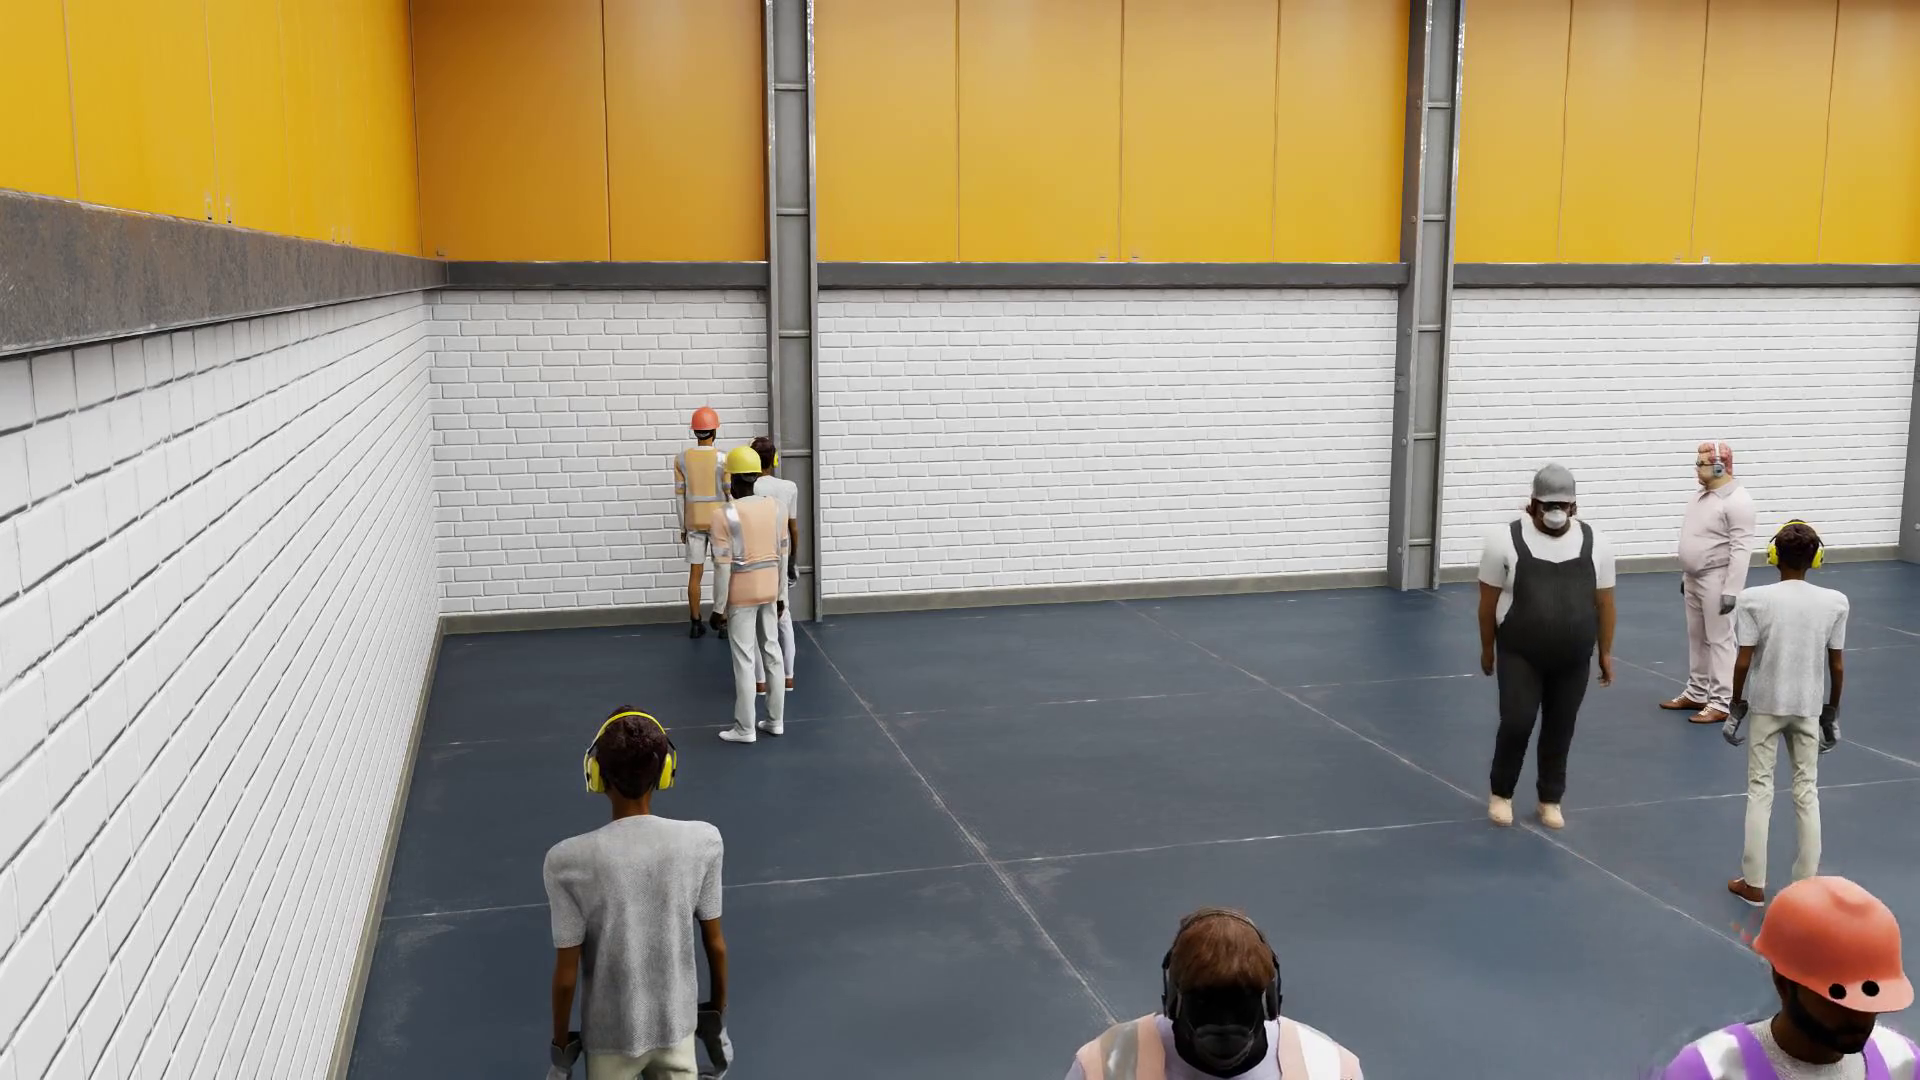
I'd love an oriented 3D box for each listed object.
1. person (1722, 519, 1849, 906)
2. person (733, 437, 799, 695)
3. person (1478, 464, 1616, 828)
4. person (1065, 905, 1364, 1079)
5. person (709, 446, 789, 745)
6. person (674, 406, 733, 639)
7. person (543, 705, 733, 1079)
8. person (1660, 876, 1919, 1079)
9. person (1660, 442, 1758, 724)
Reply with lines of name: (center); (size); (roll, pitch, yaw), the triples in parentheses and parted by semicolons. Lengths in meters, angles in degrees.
person: (3.939, 0.831, 7.968); (0.514, 1.871, 0.327); (2, 9, 12)
person: (-1.405, 0.187, 12.011); (0.508, 1.865, 0.329); (-5, 10, -29)
person: (3.198, 0.574, 9.042); (0.697, 2.000, 0.541); (1, 9, 4)
person: (0.491, 1.603, 3.254); (0.639, 1.842, 0.429); (0, 9, -1)
person: (-1.367, 0.356, 10.747); (0.585, 1.929, 0.377); (-8, 12, -43)
person: (-2.084, -0.138, 13.792); (0.545, 1.943, 0.347); (1, 9, 9)
person: (-0.887, 1.375, 4.584); (0.531, 1.866, 0.318); (-5, 10, -27)
person: (1.676, 1.578, 3.221); (0.568, 1.888, 0.960); (-2, 9, -13)
person: (5.069, 0.286, 11.273); (0.403, 1.904, 0.637); (-1, 9, -3)
